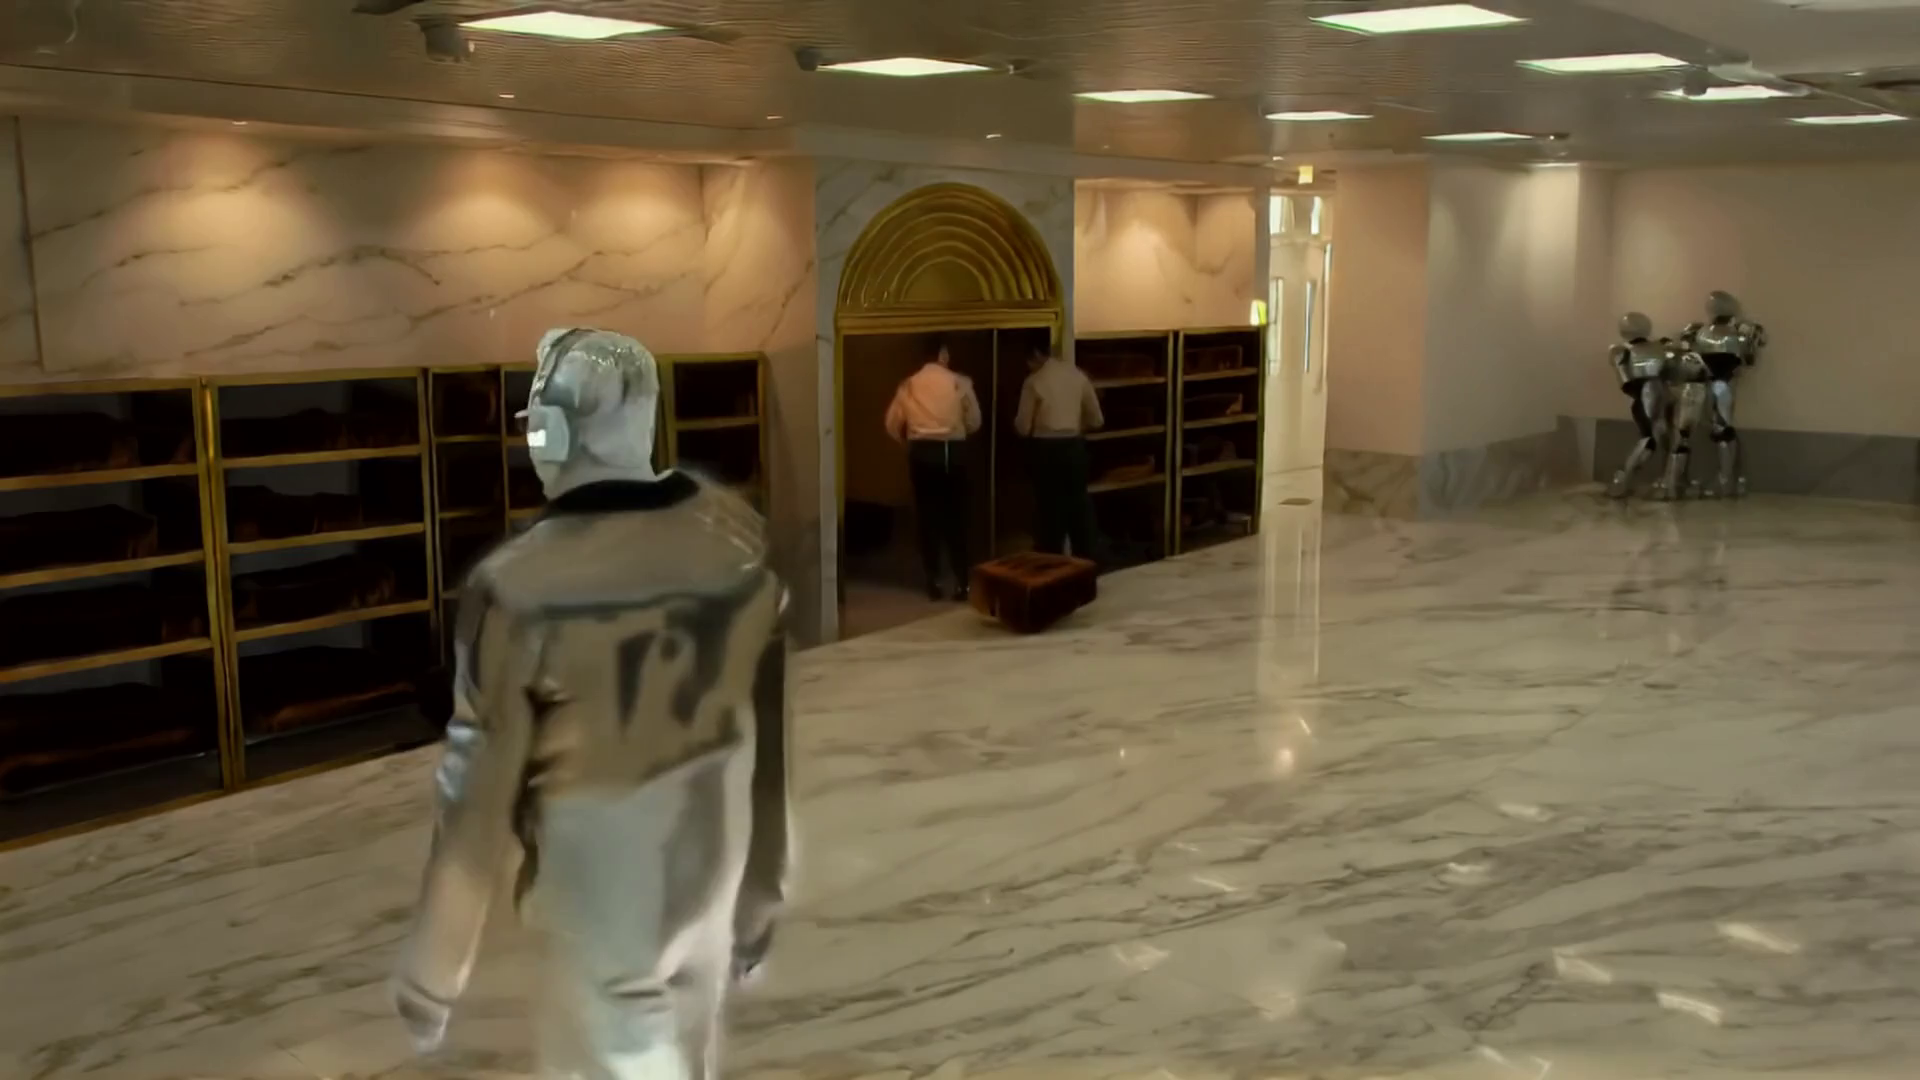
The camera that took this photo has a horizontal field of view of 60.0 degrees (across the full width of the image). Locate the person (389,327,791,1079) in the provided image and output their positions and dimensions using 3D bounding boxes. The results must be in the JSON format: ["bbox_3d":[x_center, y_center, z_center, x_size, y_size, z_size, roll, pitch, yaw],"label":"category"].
[{"bbox_3d":[-0.643,0.593,2.826,0.592,1.901,0.686,7,12,34],"label":"person"}]
